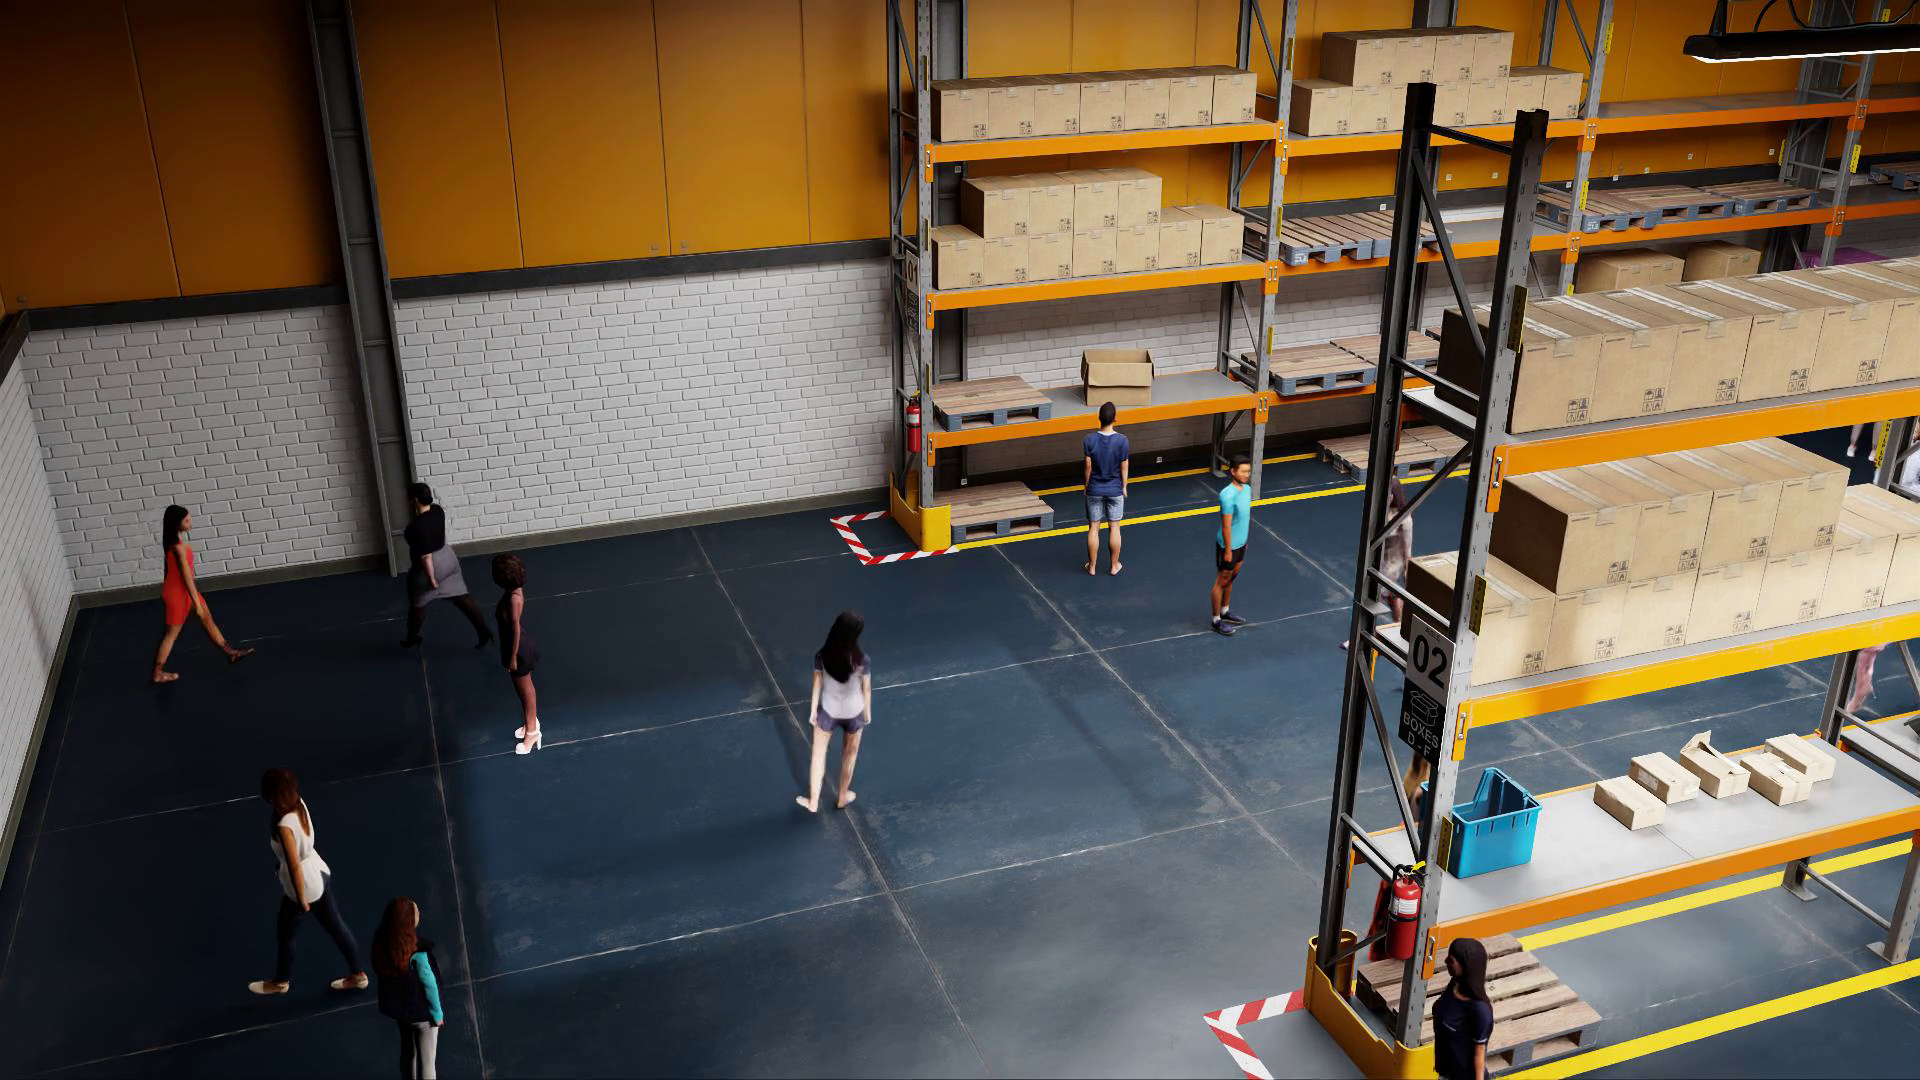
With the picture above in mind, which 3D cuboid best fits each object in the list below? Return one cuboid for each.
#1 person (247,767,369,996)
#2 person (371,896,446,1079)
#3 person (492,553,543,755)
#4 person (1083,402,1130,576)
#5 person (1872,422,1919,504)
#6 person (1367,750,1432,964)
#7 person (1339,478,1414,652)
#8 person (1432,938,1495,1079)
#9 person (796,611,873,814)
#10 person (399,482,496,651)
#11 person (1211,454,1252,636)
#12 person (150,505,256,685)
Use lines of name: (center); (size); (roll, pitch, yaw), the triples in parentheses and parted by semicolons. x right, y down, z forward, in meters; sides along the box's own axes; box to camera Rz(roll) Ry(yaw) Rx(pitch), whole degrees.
person: (-4.168, 2.249, 10.858); (1.060, 1.751, 0.794); (0, 24, -1)
person: (-3.282, 2.780, 9.958); (0.687, 1.499, 0.732); (15, 28, 31)
person: (-3.673, 0.928, 13.832); (0.565, 1.790, 0.577); (-5, 24, -12)
person: (1.490, -0.520, 17.070); (0.634, 1.849, 0.760); (2, 24, 4)
person: (9.528, -0.414, 16.918); (0.824, 1.776, 0.892); (16, 28, 32)
person: (3.018, 2.099, 11.141); (0.744, 1.800, 0.718); (4, 24, 9)
person: (4.065, 0.245, 15.502); (1.043, 1.704, 0.663); (-10, 26, -22)
person: (2.851, 2.982, 9.231); (1.195, 1.711, 0.827); (-2, 24, -4)
person: (-0.974, 1.363, 12.981); (0.724, 1.674, 0.918); (-4, 24, -10)
person: (-4.750, 0.297, 15.373); (1.243, 1.712, 1.069); (5, 24, 12)
person: (2.591, 0.020, 15.926); (0.753, 1.777, 0.661); (15, 28, 30)
person: (-7.073, 0.532, 14.893); (1.189, 1.665, 0.791); (-16, 28, -33)
